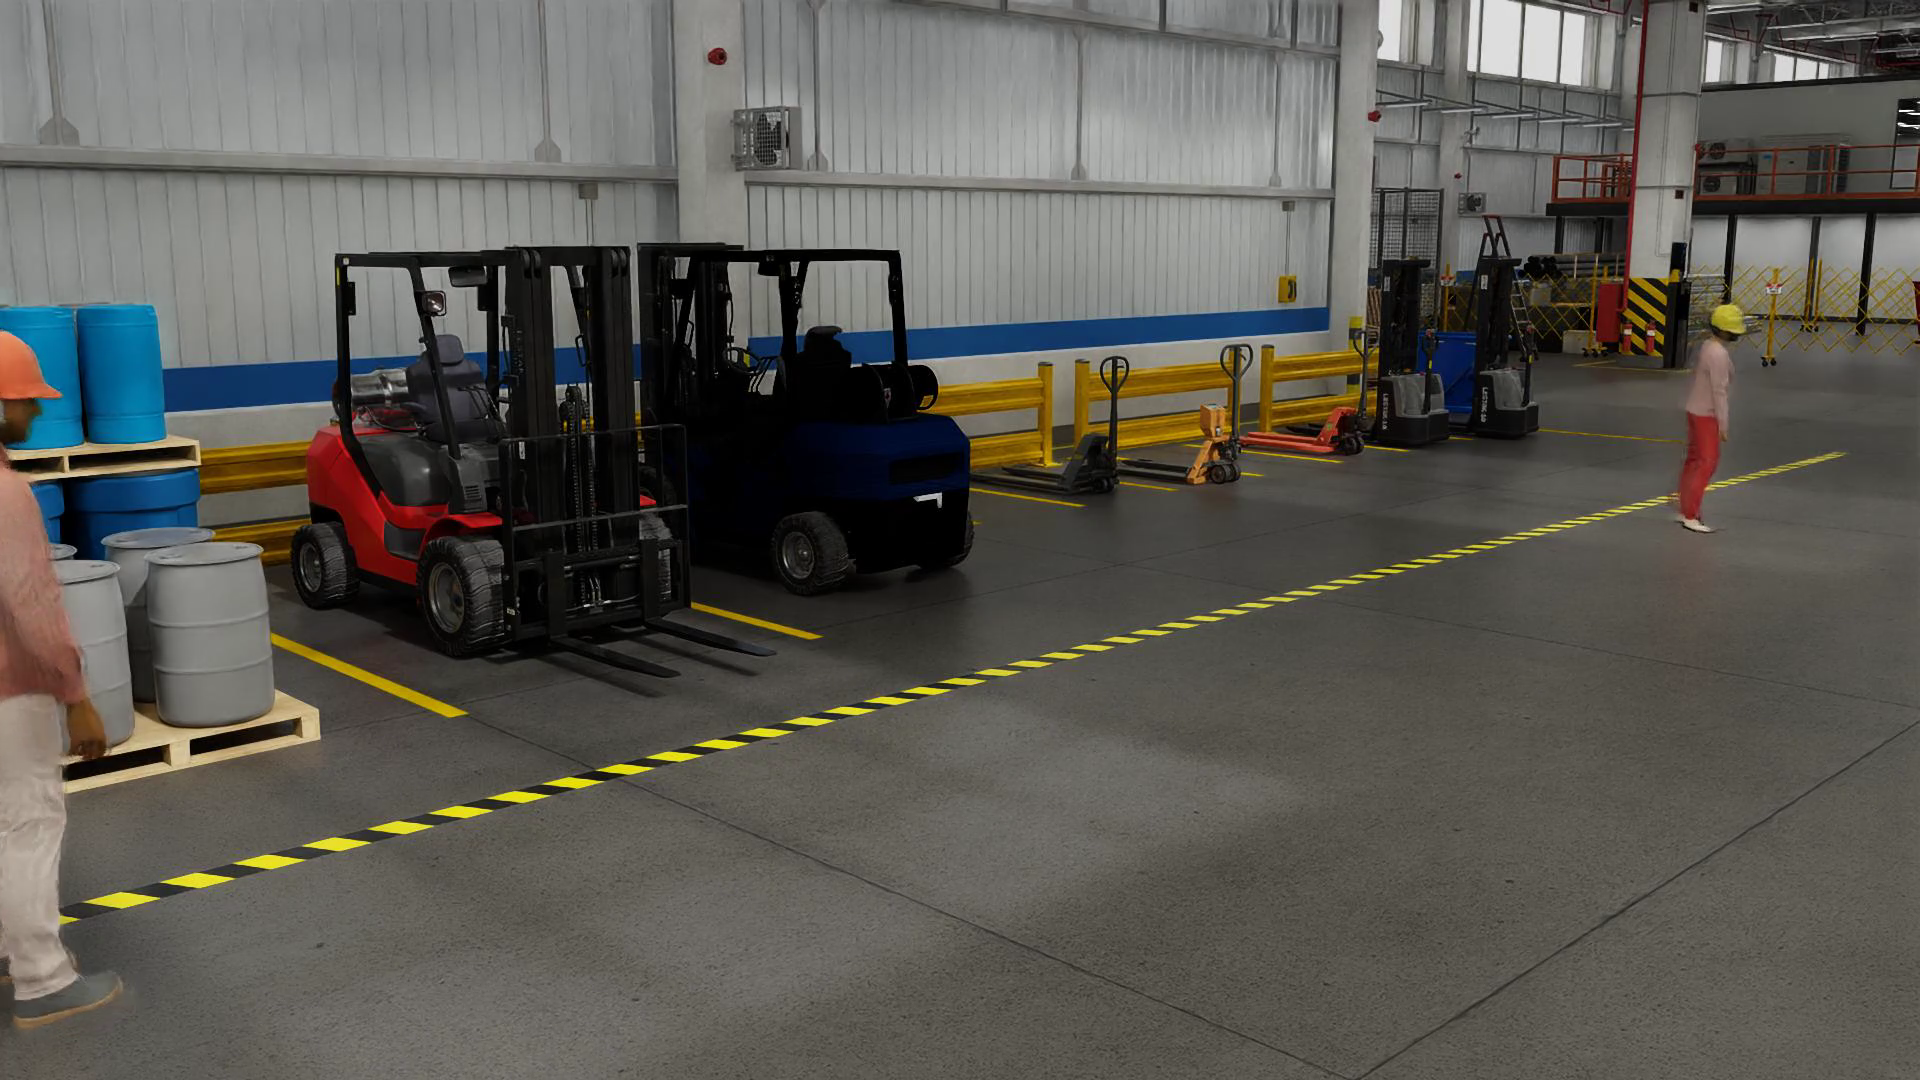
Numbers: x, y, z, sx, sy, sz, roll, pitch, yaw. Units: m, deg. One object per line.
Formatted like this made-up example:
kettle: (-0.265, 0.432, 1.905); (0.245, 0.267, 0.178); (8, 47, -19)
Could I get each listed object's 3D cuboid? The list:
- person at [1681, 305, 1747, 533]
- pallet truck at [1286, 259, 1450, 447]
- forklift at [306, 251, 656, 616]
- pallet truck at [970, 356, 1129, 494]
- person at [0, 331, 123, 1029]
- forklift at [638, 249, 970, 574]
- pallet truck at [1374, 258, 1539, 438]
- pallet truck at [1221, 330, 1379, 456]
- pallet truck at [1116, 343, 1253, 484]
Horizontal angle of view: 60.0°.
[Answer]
person: (5.741, -0.938, 12.736); (0.332, 1.721, 0.660); (2, 11, 12)
pallet truck: (4.493, -2.078, 18.196); (0.823, 1.965, 1.885); (-9, 14, -40)
forklift: (-2.833, -0.669, 9.694); (1.157, 1.987, 2.680); (-10, 14, -44)
pallet truck: (0.784, -1.085, 14.876); (0.680, 1.201, 1.601); (-10, 14, -44)
person: (-2.705, 0.411, 4.733); (0.633, 1.980, 0.415); (8, 13, 39)
forklift: (-1.173, -0.958, 11.239); (2.680, 1.987, 1.157); (10, 14, 43)
pallet truck: (5.704, -2.208, 18.901); (1.885, 1.965, 0.823); (10, 14, 43)
pallet truck: (3.563, -1.581, 17.381); (0.653, 1.274, 1.630); (-10, 14, -44)
pallet truck: (1.962, -1.215, 15.415); (1.522, 1.261, 0.704); (10, 14, 43)
